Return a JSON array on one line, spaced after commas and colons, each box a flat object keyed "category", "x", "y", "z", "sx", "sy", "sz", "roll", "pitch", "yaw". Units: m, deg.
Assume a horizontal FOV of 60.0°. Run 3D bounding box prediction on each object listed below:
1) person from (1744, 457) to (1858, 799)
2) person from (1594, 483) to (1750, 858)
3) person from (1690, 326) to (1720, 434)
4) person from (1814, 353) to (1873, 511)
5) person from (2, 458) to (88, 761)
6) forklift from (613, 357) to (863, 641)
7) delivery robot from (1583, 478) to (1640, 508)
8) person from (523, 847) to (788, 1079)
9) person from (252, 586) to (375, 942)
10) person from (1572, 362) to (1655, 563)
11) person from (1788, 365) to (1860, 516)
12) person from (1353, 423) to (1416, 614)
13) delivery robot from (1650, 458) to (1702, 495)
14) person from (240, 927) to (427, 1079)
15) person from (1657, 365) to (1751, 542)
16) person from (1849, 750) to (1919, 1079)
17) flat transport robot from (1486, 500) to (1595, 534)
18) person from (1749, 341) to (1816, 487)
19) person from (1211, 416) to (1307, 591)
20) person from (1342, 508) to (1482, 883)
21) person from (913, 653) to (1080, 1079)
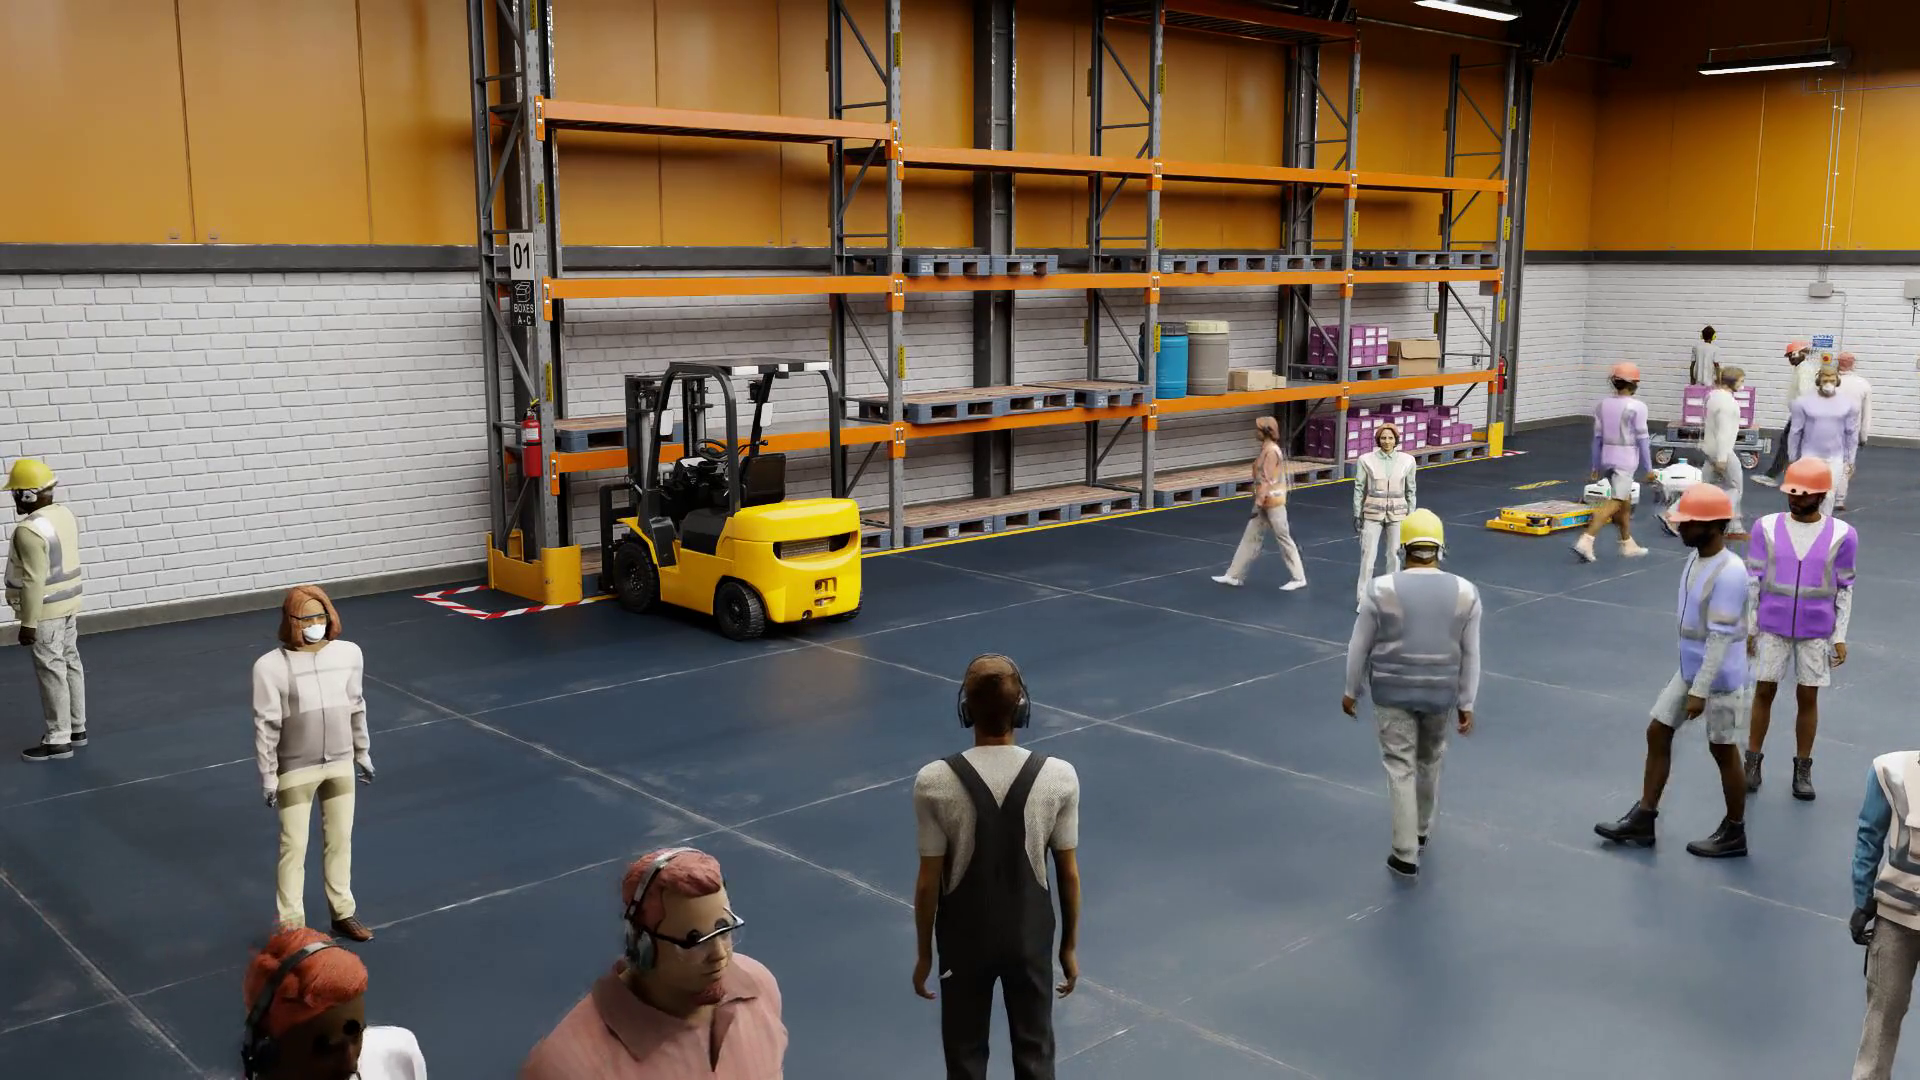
[{"category": "person", "x": 4.680, "y": 0.492, "z": 9.315, "sx": 0.546, "sy": 1.933, "sz": 0.376, "roll": 5, "pitch": 11, "yaw": 28}, {"category": "person", "x": 3.626, "y": 0.669, "z": 8.334, "sx": 0.847, "sy": 1.902, "sz": 0.566, "roll": 0, "pitch": 10, "yaw": 1}, {"category": "person", "x": 12.516, "y": -2.655, "z": 27.922, "sx": 0.319, "sy": 1.870, "sz": 0.532, "roll": -7, "pitch": 12, "yaw": -37}, {"category": "person", "x": 10.517, "y": -1.280, "z": 19.873, "sx": 0.662, "sy": 1.890, "sz": 0.406, "roll": 5, "pitch": 11, "yaw": 29}, {"category": "person", "x": -5.544, "y": 0.412, "z": 10.077, "sx": 0.404, "sy": 1.833, "sz": 0.589, "roll": -1, "pitch": 10, "yaw": -7}, {"category": "forklift", "x": -1.847, "y": -0.414, "z": 13.852, "sx": 1.214, "sy": 2.155, "sz": 2.313, "roll": -9, "pitch": 13, "yaw": -42}, {"category": "delivery robot", "x": 7.508, "y": -0.546, "z": 19.145, "sx": 0.707, "sy": 0.478, "sz": 0.477, "roll": -7, "pitch": 12, "yaw": -37}, {"category": "person", "x": -0.558, "y": 1.536, "z": 3.356, "sx": 0.454, "sy": 1.918, "sz": 0.683, "roll": 7, "pitch": 12, "yaw": 36}, {"category": "person", "x": -2.799, "y": 0.996, "z": 7.236, "sx": 0.264, "sy": 1.632, "sz": 0.508, "roll": 9, "pitch": 13, "yaw": 41}, {"category": "person", "x": 6.512, "y": -0.771, "z": 16.529, "sx": 1.013, "sy": 2.005, "sz": 0.611, "roll": -3, "pitch": 10, "yaw": -18}, {"category": "person", "x": 8.900, "y": -0.844, "z": 17.166, "sx": 0.642, "sy": 1.925, "sz": 0.417, "roll": 3, "pitch": 10, "yaw": 18}, {"category": "person", "x": 3.597, "y": -0.179, "z": 14.102, "sx": 0.525, "sy": 1.639, "sz": 0.307, "roll": 1, "pitch": 10, "yaw": 6}, {"category": "delivery robot", "x": 8.842, "y": -0.758, "z": 20.387, "sx": 0.707, "sy": 0.478, "sz": 0.477, "roll": 0, "pitch": 10, "yaw": -3}, {"category": "person", "x": -1.275, "y": 1.573, "z": 3.189, "sx": 0.648, "sy": 1.861, "sz": 0.637, "roll": 6, "pitch": 11, "yaw": 31}, {"category": "person", "x": 8.029, "y": -0.924, "z": 17.752, "sx": 0.941, "sy": 1.900, "sz": 0.631, "roll": 2, "pitch": 10, "yaw": 13}, {"category": "person", "x": 3.260, "y": 1.279, "z": 5.570, "sx": 0.512, "sy": 1.638, "sz": 0.307, "roll": 5, "pitch": 11, "yaw": 28}, {"category": "flat transport robot", "x": 6.592, "y": -0.264, "z": 18.599, "sx": 1.431, "sy": 0.197, "sz": 0.652, "roll": -8, "pitch": 12, "yaw": -37}, {"category": "person", "x": 10.876, "y": -1.624, "z": 21.698, "sx": 1.003, "sy": 1.916, "sz": 0.695, "roll": 3, "pitch": 10, "yaw": 15}, {"category": "person", "x": 2.765, "y": -0.324, "z": 15.075, "sx": 0.856, "sy": 1.592, "sz": 0.525, "roll": 0, "pitch": 10, "yaw": 0}, {"category": "person", "x": 2.213, "y": 0.732, "z": 8.275, "sx": 0.609, "sy": 1.800, "sz": 0.783, "roll": 0, "pitch": 10, "yaw": -2}, {"category": "person", "x": 0.111, "y": 1.256, "z": 5.104, "sx": 0.513, "sy": 1.842, "sz": 0.325, "roll": -1, "pitch": 10, "yaw": -6}]
